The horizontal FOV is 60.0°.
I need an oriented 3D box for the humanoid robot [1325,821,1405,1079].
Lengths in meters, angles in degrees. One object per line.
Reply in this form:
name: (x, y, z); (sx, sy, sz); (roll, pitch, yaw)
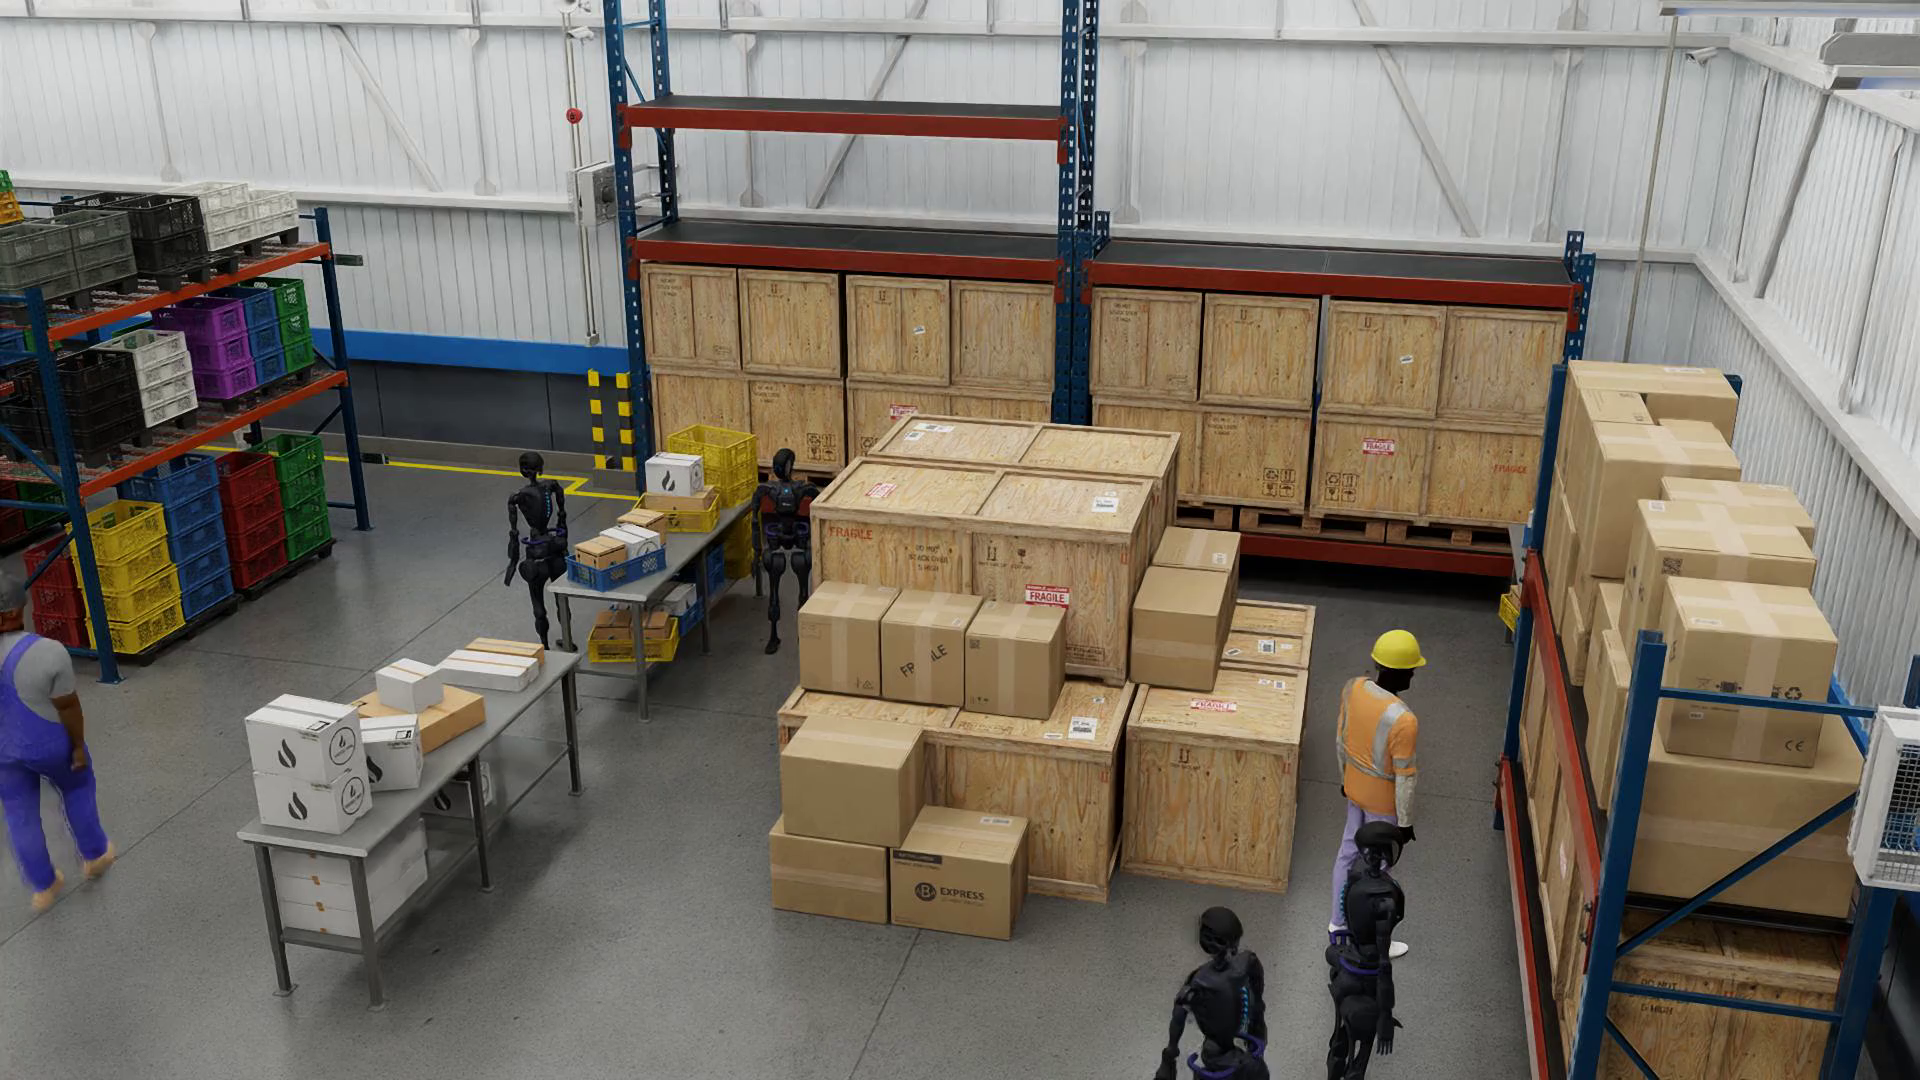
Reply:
humanoid robot: (1.879, 2.042, 7.708); (0.328, 1.659, 0.601); (-1, 21, -3)

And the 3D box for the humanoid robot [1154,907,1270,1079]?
humanoid robot: (1.074, 2.309, 7.036); (0.691, 1.647, 0.370); (-17, 27, -38)

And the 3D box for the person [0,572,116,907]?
person: (-5.390, 1.102, 9.683); (0.690, 2.000, 0.711); (-4, 21, -11)

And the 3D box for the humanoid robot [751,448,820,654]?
humanoid robot: (-1.318, 0.083, 12.840); (0.591, 1.654, 0.327); (-3, 21, -7)

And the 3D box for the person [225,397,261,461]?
person: (-6.762, -1.122, 15.720); (0.337, 1.882, 0.581); (-9, 23, -22)

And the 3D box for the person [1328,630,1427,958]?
person: (2.296, 1.380, 9.114); (0.373, 1.925, 0.593); (-9, 23, -22)

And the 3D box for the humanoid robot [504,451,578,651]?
humanoid robot: (-3.221, 0.113, 12.758); (0.327, 1.657, 0.591); (14, 25, 32)
